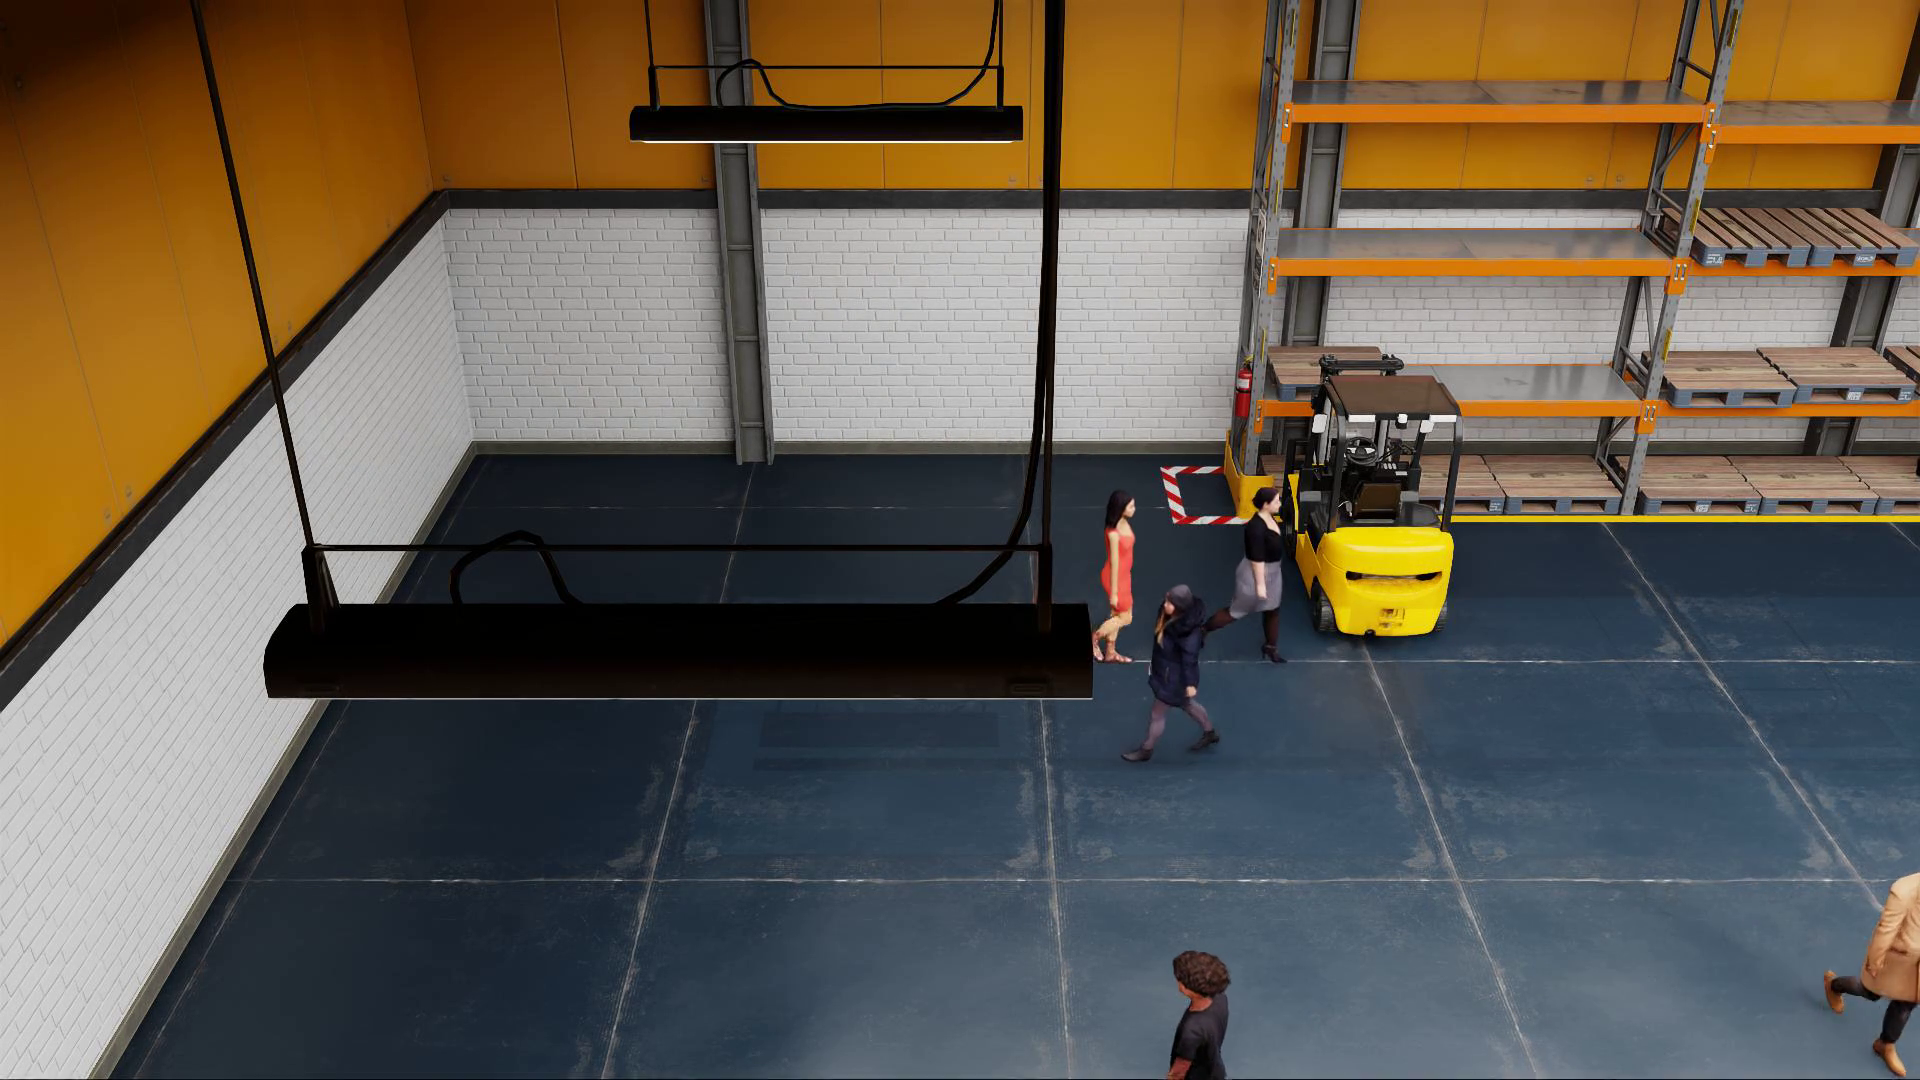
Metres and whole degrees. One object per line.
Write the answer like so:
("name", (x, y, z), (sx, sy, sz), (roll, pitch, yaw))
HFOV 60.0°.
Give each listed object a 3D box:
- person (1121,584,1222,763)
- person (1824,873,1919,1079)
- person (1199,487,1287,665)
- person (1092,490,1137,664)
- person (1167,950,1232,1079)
("person", (1.812, 1.066, 13.326), (1.123, 1.638, 0.768), (-5, 29, -8))
("person", (5.929, 2.544, 10.549), (0.956, 1.703, 0.832), (-6, 29, -11))
("person", (2.502, 0.333, 14.581), (1.210, 1.725, 0.975), (14, 31, 23))
("person", (1.288, 0.350, 14.566), (0.735, 1.708, 0.672), (6, 29, 11))
("person", (1.428, 3.093, 9.486), (0.968, 1.757, 0.804), (10, 30, 17))
